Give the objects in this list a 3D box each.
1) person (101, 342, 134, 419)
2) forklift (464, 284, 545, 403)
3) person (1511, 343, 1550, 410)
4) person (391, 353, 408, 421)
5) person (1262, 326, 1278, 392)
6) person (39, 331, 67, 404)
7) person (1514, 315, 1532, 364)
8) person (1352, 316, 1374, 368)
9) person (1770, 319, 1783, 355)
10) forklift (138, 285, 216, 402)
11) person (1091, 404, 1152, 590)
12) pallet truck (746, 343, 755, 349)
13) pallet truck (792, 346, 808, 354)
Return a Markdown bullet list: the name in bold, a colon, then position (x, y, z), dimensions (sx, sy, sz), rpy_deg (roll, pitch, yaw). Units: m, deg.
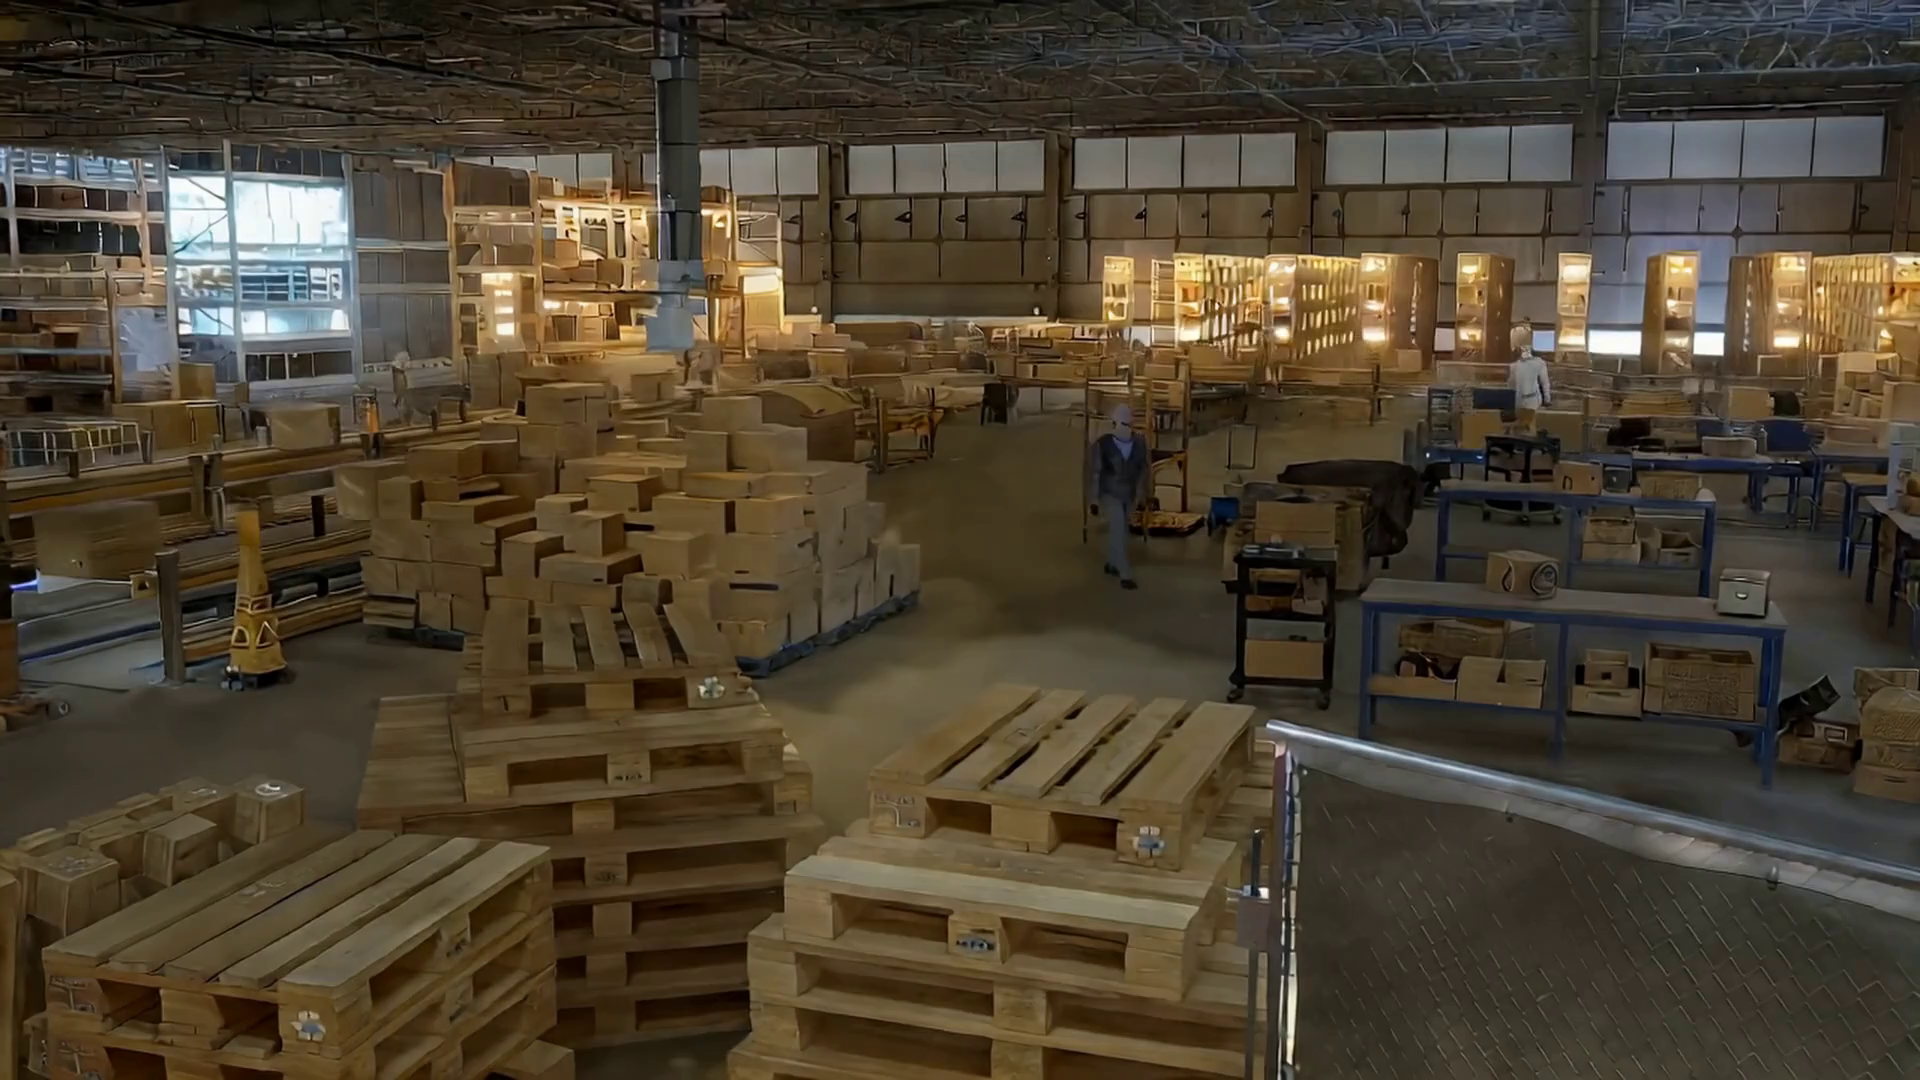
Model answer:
- **person**: position (-14.300, -2.419, 28.252), dimensions (0.384, 1.930, 0.543), rpy_deg (6, 11, 33)
- **forklift**: position (-10.832, -4.702, 39.610), dimensions (1.129, 2.768, 1.873), rpy_deg (3, 10, 20)
- **person**: position (9.801, -2.441, 28.617), dimensions (0.414, 1.870, 0.688), rpy_deg (-9, 13, -44)
- **person**: position (-10.066, -2.542, 29.973), dimensions (0.283, 1.634, 0.507), rpy_deg (-1, 9, -6)
- **person**: position (7.892, -4.496, 41.850), dimensions (0.705, 1.740, 0.556), rpy_deg (4, 10, 22)
- **person**: position (-21.213, -3.979, 38.640), dimensions (0.551, 1.725, 0.852), rpy_deg (2, 9, 13)
- **person**: position (16.941, -5.839, 50.022), dimensions (0.589, 1.837, 0.404), rpy_deg (-2, 9, -12)
- **person**: position (12.419, -6.028, 50.879), dimensions (0.994, 1.951, 0.630), rpy_deg (5, 10, 30)
- **person**: position (23.338, -5.401, 47.338), dimensions (0.894, 1.804, 0.593), rpy_deg (3, 10, 20)
- **forklift**: position (-17.480, -4.200, 36.461), dimensions (1.873, 2.768, 1.129), rpy_deg (3, 10, 19)
- **person**: position (1.577, -0.454, 16.355), dimensions (0.604, 1.795, 0.910), rpy_deg (-3, 10, -19)
- **pallet truck**: position (-6.183, -4.618, 44.264), dimensions (1.601, 1.201, 0.680), rpy_deg (-9, 12, -43)
- **pallet truck**: position (-3.705, -4.298, 42.022), dimensions (0.653, 1.274, 1.630), rpy_deg (3, 10, 20)
